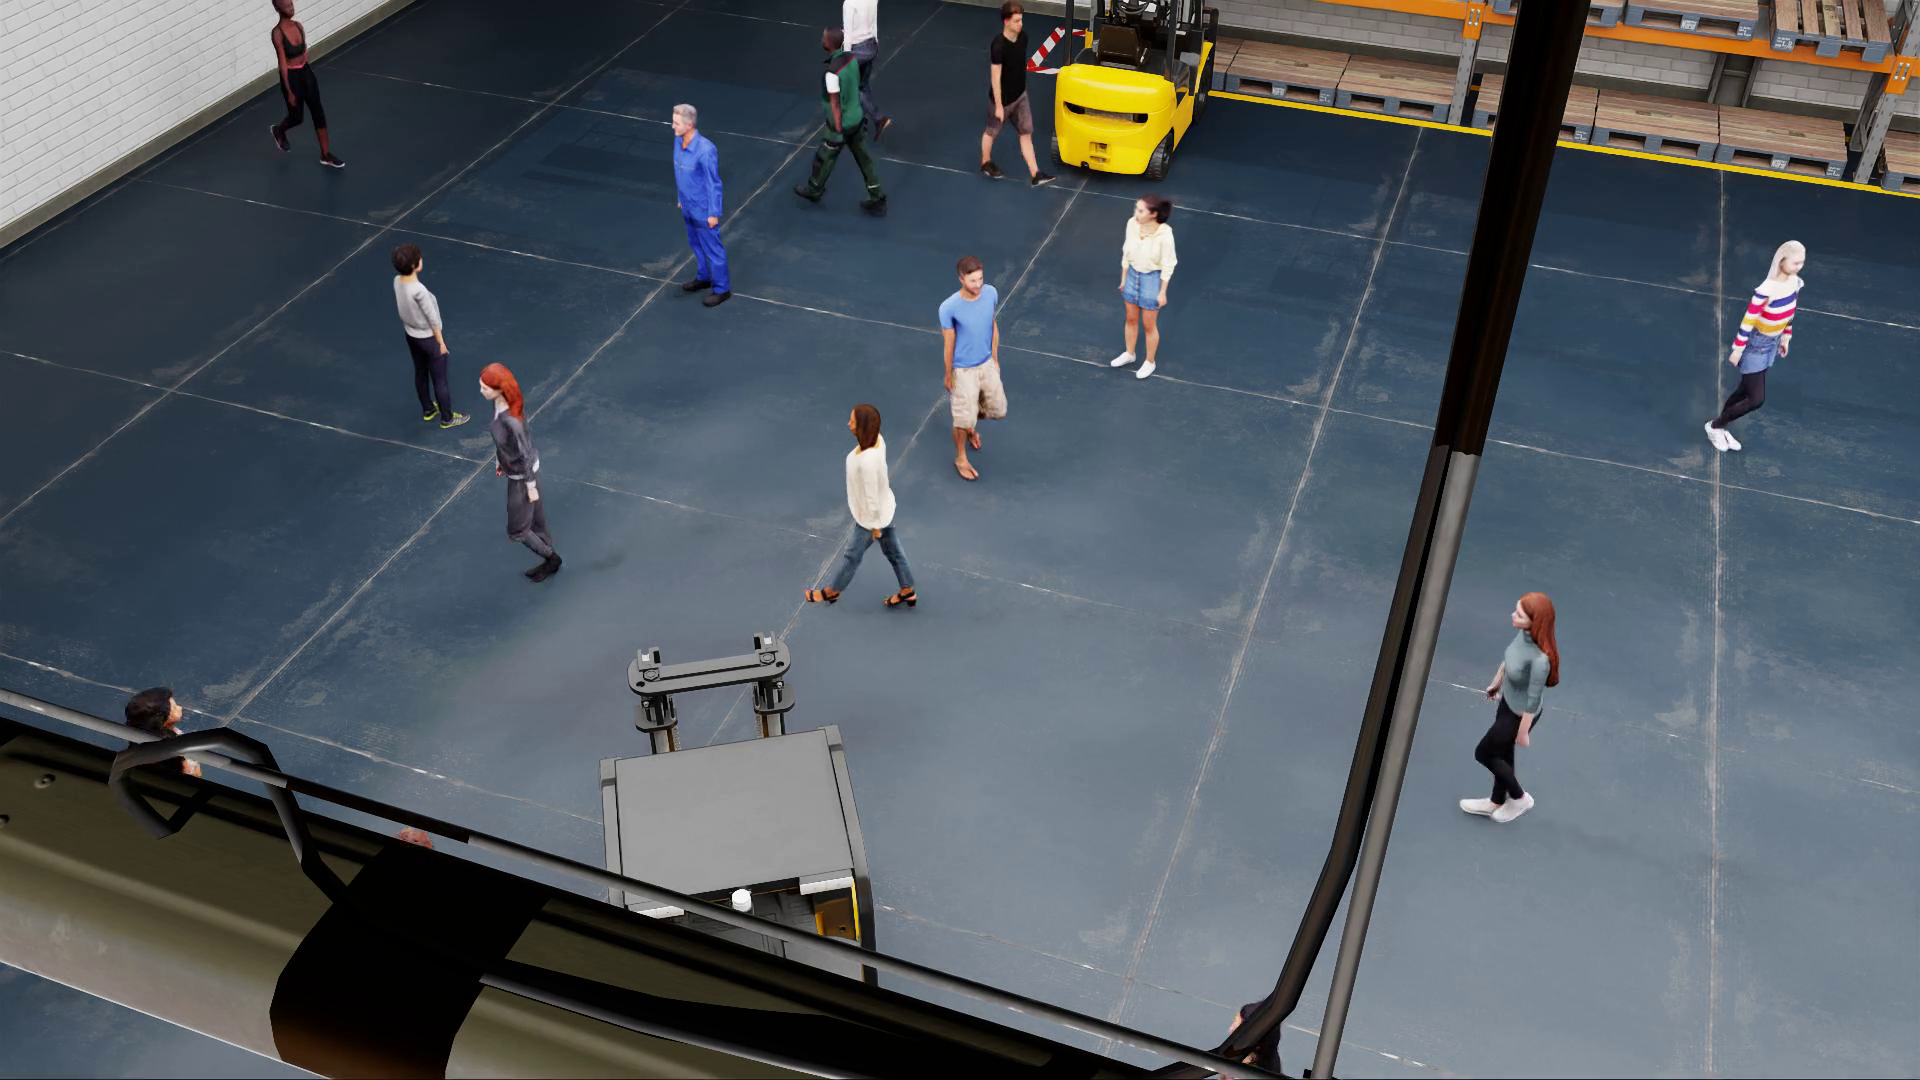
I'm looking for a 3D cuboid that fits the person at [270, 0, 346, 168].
[{"bbox_3d":[-6.625,-4.543,16.468,1.048,1.737,0.668,17,42,20],"label":"person"}]

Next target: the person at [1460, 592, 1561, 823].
[{"bbox_3d":[3.278,0.996,9.537,0.654,1.732,0.605,9,39,11],"label":"person"}]

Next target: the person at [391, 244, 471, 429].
[{"bbox_3d":[-4.174,-1.589,12.917,0.504,1.553,0.659,25,45,28],"label":"person"}]

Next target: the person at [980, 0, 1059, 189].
[{"bbox_3d":[0.400,-4.321,16.127,1.029,1.816,1.289,-32,48,-33],"label":"person"}]

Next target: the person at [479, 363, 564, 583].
[{"bbox_3d":[-2.909,-0.458,11.329,0.752,1.767,0.696,-15,41,-18],"label":"person"}]

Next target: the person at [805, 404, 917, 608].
[{"bbox_3d":[-0.489,-0.183,11.080,1.072,1.649,0.810,3,39,3],"label":"person"}]

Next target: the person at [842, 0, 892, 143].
[{"bbox_3d":[-0.950,-4.923,16.855,1.024,1.849,0.820,28,46,30],"label":"person"}]

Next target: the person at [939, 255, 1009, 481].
[{"bbox_3d":[0.033,-1.343,12.372,0.855,1.849,0.915,-22,43,-25],"label":"person"}]

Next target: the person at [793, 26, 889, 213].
[{"bbox_3d":[-1.006,-3.882,15.606,1.212,1.780,0.757,16,41,19],"label":"person"}]

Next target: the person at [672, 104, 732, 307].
[{"bbox_3d":[-2.243,-2.909,14.352,0.864,1.826,0.717,-26,46,-29],"label":"person"}]

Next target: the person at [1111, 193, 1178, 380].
[{"bbox_3d":[1.505,-2.083,13.474,0.637,1.631,0.774,32,48,33],"label":"person"}]

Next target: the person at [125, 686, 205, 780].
[{"bbox_3d":[-4.266,1.463,9.046,0.735,1.615,0.668,-29,47,-31],"label":"person"}]

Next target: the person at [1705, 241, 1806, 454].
[{"bbox_3d":[5.978,-1.492,12.599,0.763,1.800,0.791,-25,45,-28],"label":"person"}]

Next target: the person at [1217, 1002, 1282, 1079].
[{"bbox_3d":[1.252,2.631,7.461,0.747,1.768,0.737,6,39,7],"label":"person"}]
